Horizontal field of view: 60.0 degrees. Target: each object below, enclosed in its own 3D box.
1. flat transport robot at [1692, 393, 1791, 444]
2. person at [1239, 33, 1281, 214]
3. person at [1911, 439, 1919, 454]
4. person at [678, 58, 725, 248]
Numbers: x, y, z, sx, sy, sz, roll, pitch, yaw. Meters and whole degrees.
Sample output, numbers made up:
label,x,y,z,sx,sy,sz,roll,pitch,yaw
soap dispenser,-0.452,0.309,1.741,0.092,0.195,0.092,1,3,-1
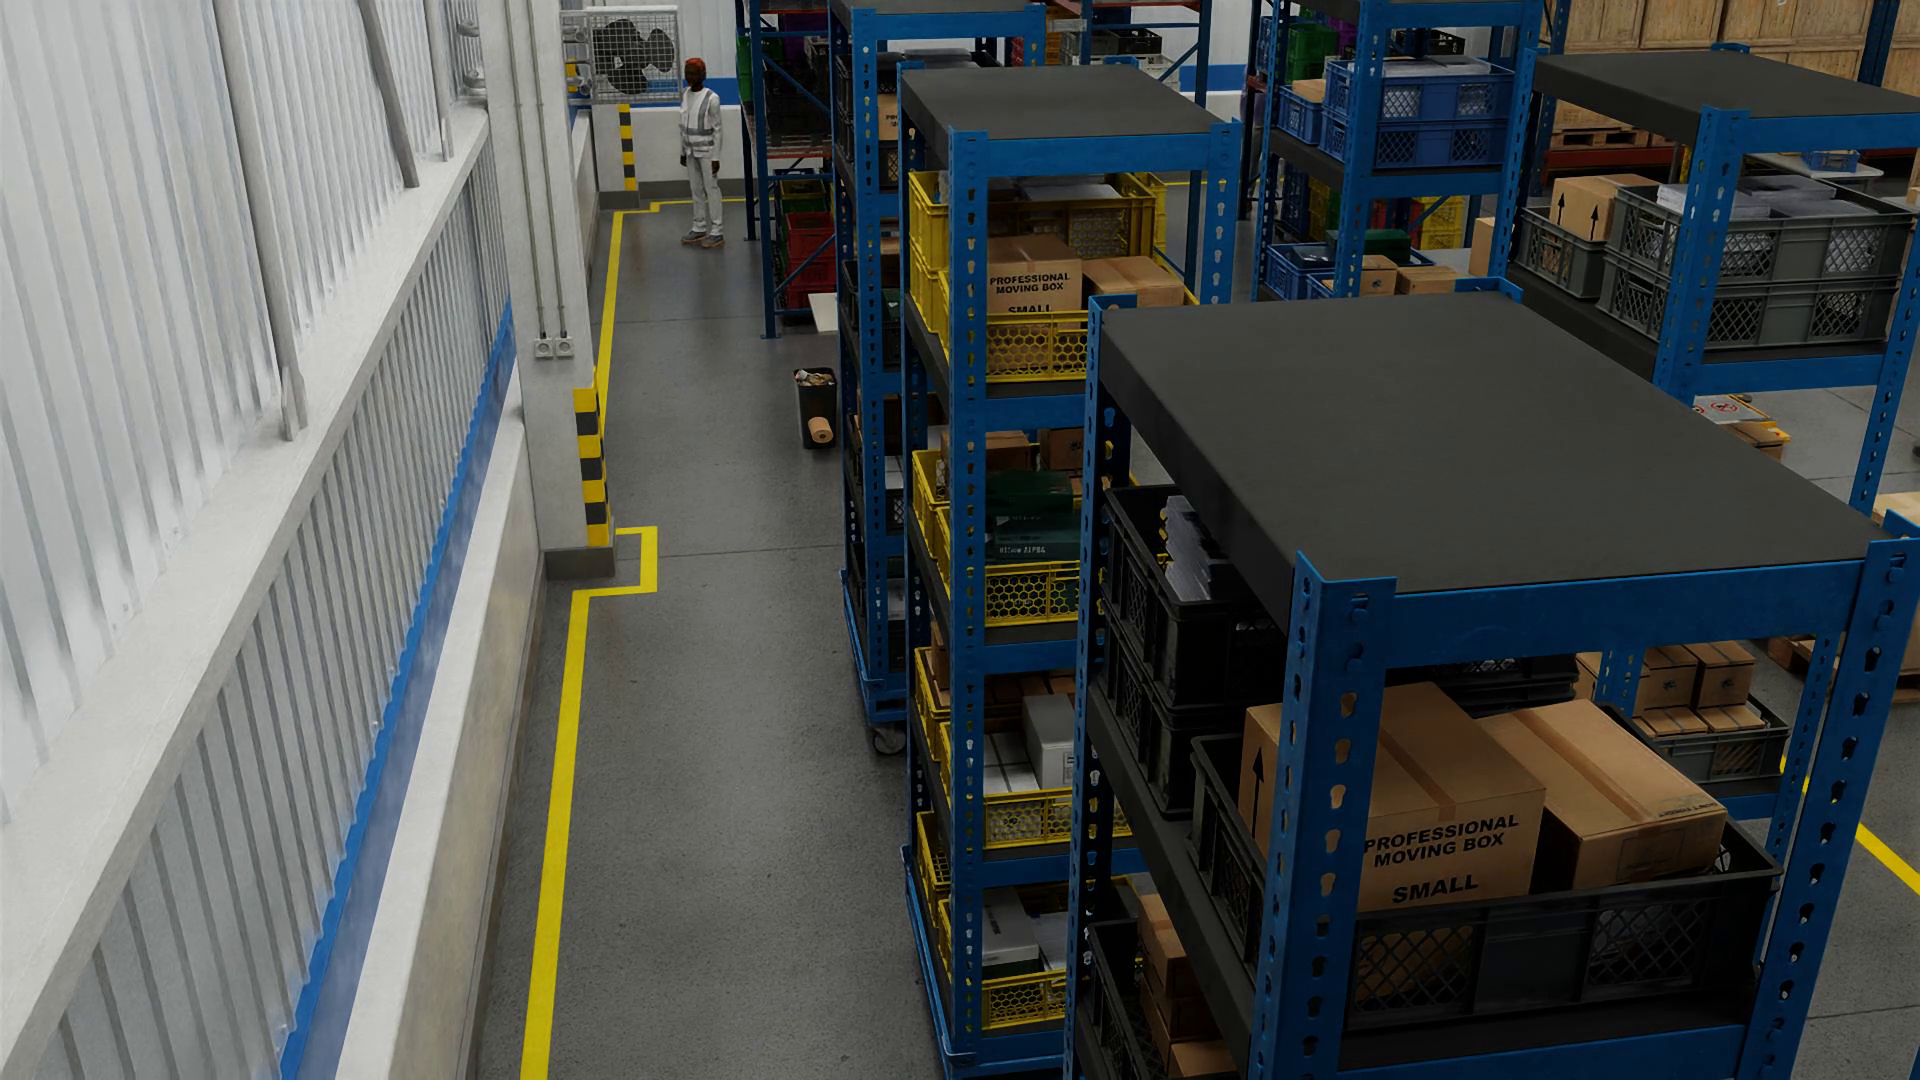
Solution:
label,x,y,z,sx,sy,sz,roll,pitch,yaw
flat transport robot,5.224,-0.859,12.132,1.431,0.197,0.652,-4,25,-8
person,3.358,-4.552,18.180,0.631,1.940,0.372,6,25,13
person,6.990,-1.372,11.445,0.612,1.797,0.574,6,25,12
person,-2.642,-3.929,16.891,0.584,1.882,0.349,20,31,36
